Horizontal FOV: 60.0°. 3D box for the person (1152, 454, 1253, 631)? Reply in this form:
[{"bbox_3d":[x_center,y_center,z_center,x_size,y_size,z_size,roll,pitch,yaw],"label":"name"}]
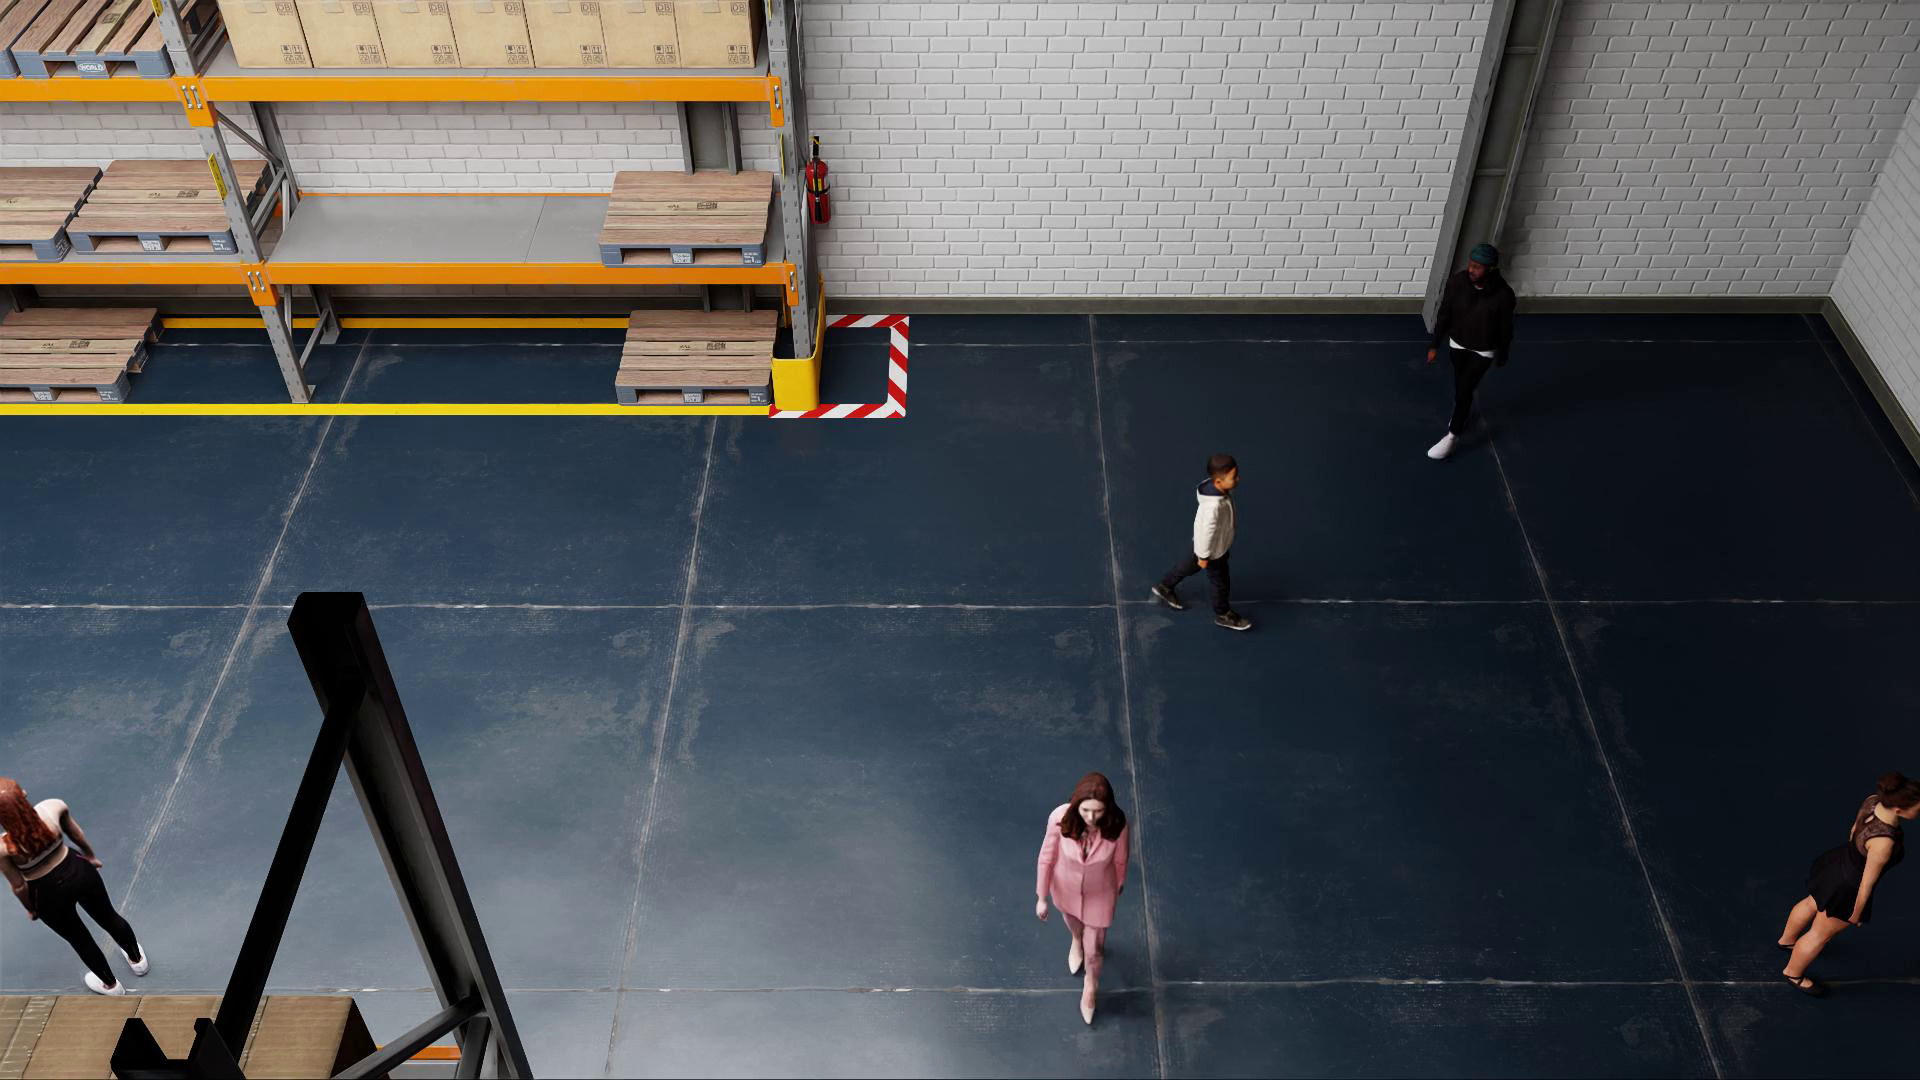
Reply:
[{"bbox_3d":[1.601,-0.014,10.970,1.012,1.440,0.775,12,45,12],"label":"person"}]

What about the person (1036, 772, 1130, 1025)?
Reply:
[{"bbox_3d":[0.663,1.760,8.860,0.783,1.781,0.763,9,44,9],"label":"person"}]

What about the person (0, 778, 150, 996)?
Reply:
[{"bbox_3d":[-4.740,1.839,8.806,0.689,1.742,0.669,25,49,24],"label":"person"}]

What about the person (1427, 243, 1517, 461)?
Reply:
[{"bbox_3d":[3.829,-1.463,12.247,1.063,1.776,1.107,26,50,25],"label":"person"}]

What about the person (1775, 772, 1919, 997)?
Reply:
[{"bbox_3d":[4.748,1.807,8.889,0.635,1.673,0.635,11,45,12],"label":"person"}]
